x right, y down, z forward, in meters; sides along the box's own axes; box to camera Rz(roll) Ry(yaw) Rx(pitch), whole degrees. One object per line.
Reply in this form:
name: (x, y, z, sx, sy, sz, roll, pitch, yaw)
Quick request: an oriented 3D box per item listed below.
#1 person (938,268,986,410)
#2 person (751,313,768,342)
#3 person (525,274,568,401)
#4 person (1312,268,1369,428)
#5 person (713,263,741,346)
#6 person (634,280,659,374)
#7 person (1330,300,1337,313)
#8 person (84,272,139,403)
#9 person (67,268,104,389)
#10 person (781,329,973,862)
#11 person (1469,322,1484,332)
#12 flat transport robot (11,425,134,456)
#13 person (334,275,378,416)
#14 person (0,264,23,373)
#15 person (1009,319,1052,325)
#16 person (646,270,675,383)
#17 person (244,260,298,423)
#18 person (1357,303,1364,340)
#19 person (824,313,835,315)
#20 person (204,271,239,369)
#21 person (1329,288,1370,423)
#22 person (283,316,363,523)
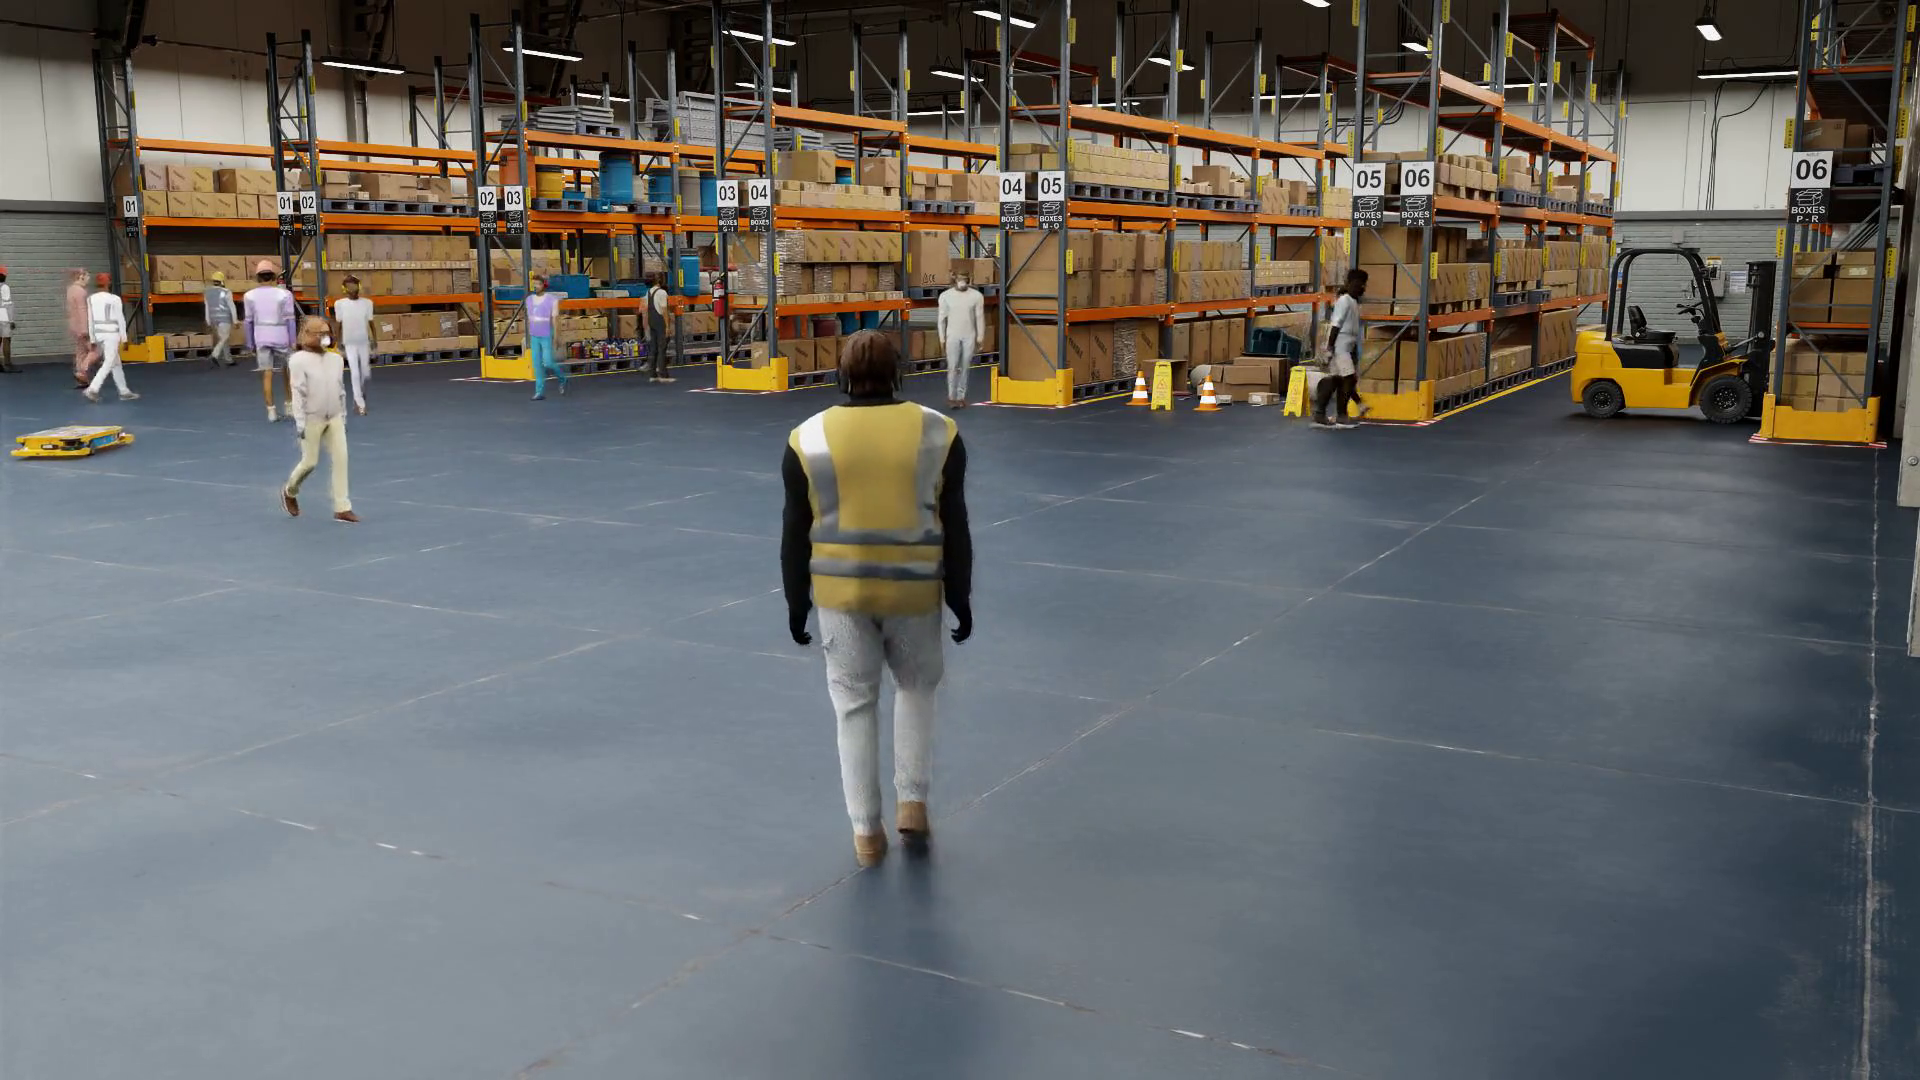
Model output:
person: (0.034, -2.715, 22.525, 0.641, 1.900, 0.893, -1, 10, -5)
person: (-4.618, -5.421, 38.350, 0.586, 1.920, 0.384, 6, 11, 31)
person: (-5.998, -2.928, 24.024, 0.563, 1.828, 0.564, 5, 11, 25)
person: (4.598, -2.291, 19.987, 0.720, 1.917, 0.623, 3, 10, 17)
person: (-5.108, -5.057, 36.213, 0.557, 1.912, 0.764, 7, 12, 35)
person: (-5.484, -3.772, 29.459, 0.538, 1.648, 0.883, 7, 12, 35)
person: (8.839, -5.529, 38.999, 0.739, 1.902, 0.610, -5, 11, -26)
person: (-12.139, -2.875, 23.631, 0.579, 1.850, 0.940, 4, 10, 22)
person: (-13.691, -3.308, 26.033, 0.442, 1.889, 0.666, -7, 12, -36)
person: (-0.289, 0.194, 5.727, 0.659, 1.824, 0.465, 0, 10, -3)
person: (12.062, -5.340, 38.318, 0.652, 1.772, 1.038, -8, 12, -38)
flat transport robot: (-9.375, -1.056, 17.595, 0.652, 0.197, 1.431, -1, 10, -5)
person: (-7.921, -2.559, 21.816, 0.522, 1.840, 0.663, -5, 11, -28)
person: (-16.986, -3.923, 29.513, 0.551, 1.934, 0.373, 4, 10, 21)
person: (1.106, -3.415, 26.236, 0.691, 2.000, 1.034, 4, 10, 20)
person: (-4.931, -3.490, 27.249, 0.516, 1.842, 0.328, 9, 13, 41)
person: (-8.632, -2.499, 20.928, 0.625, 2.013, 0.784, -1, 10, -8)
person: (8.655, -5.031, 36.238, 0.510, 1.858, 0.333, 2, 10, 11)
person: (-3.484, -6.345, 43.588, 0.612, 1.981, 1.073, 4, 10, 22)
person: (-13.671, -4.058, 30.698, 0.590, 1.803, 0.810, 4, 10, 21)
person: (4.752, -2.250, 20.430, 0.432, 1.683, 0.546, 3, 10, 19)
person: (-5.019, -0.943, 12.989, 0.702, 1.609, 0.506, 6, 11, 32)
